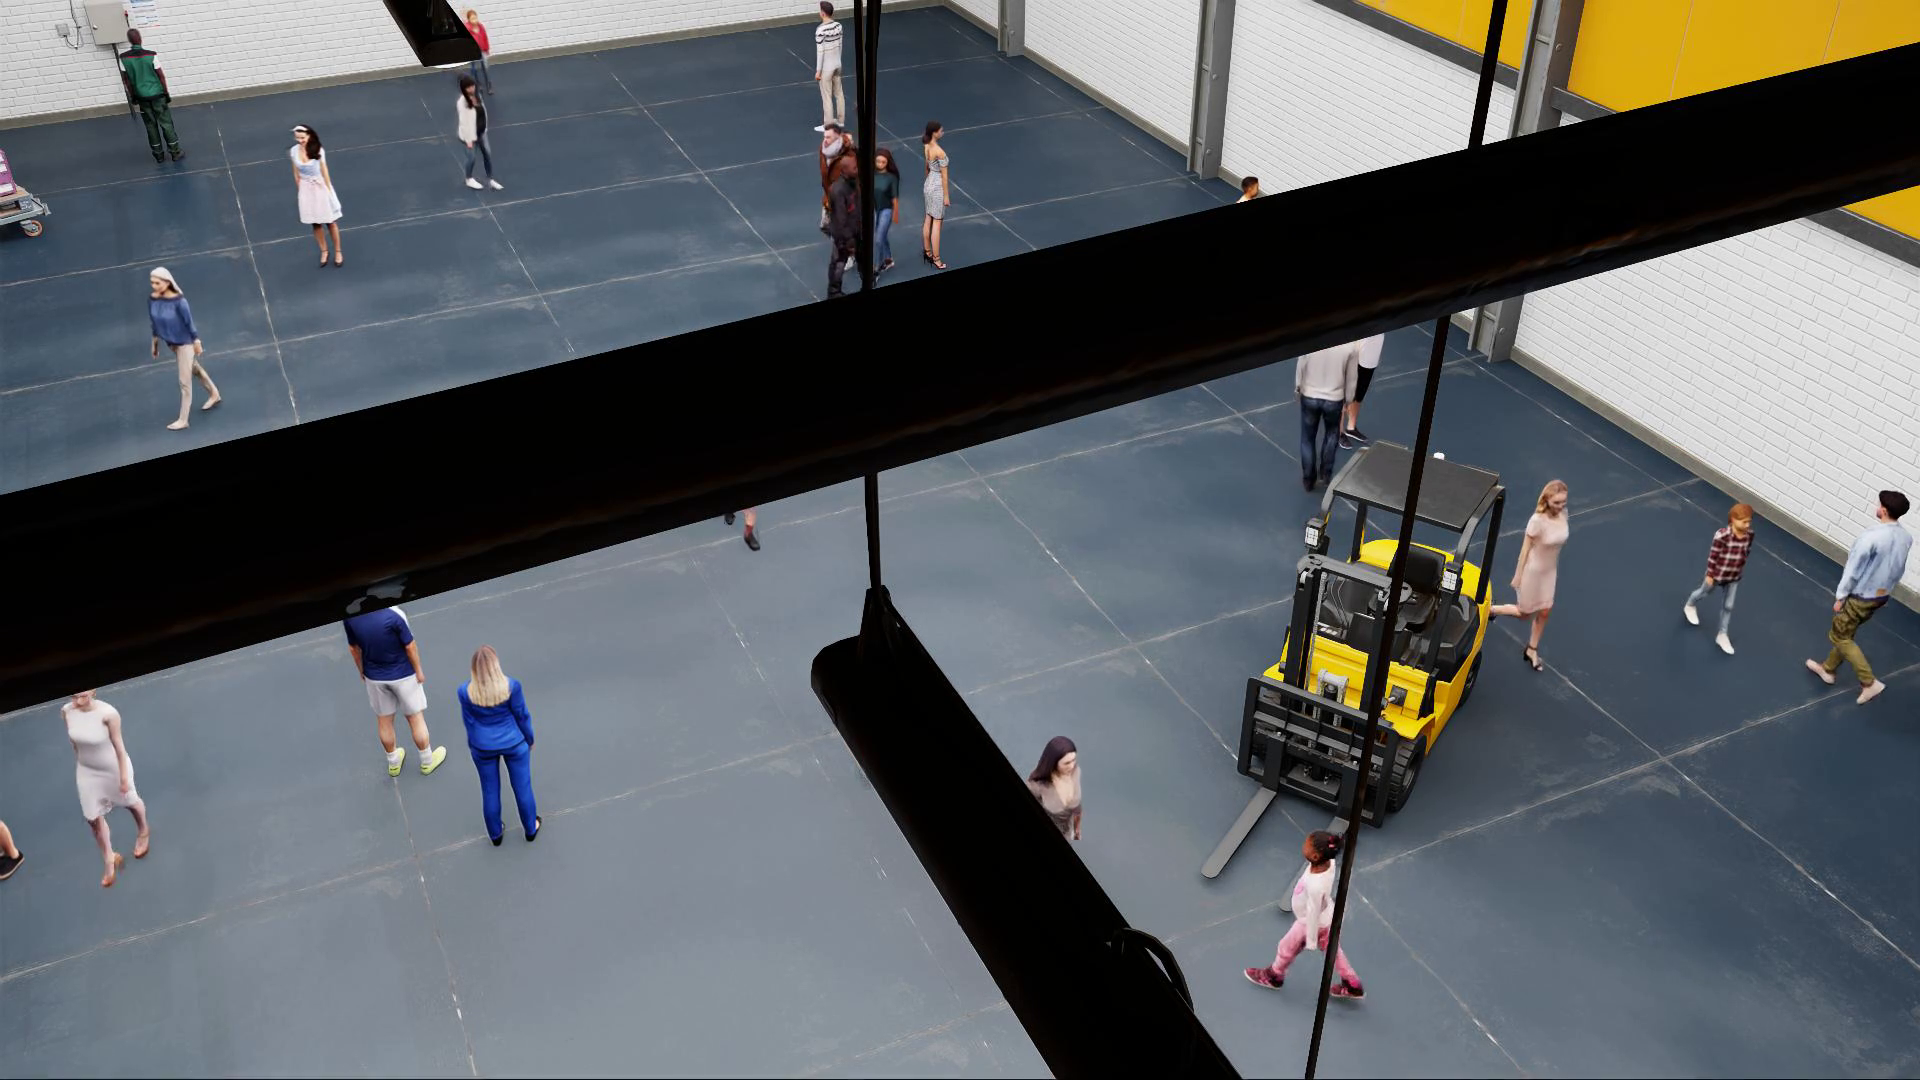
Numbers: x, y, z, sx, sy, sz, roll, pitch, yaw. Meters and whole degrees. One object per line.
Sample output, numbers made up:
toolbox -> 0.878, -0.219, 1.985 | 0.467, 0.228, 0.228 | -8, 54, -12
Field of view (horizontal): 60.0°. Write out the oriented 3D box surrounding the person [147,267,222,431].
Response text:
person -> -7.895, -2.024, 16.989 | 1.081, 1.657, 1.102 | 14, 36, 20

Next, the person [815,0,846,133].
person -> -1.884, -6.861, 24.082 | 0.755, 1.861, 0.766 | 22, 39, 29

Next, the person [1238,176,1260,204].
person -> 3.317, -3.555, 19.474 | 0.651, 1.456, 0.560 | 5, 34, 7

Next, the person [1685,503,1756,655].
person -> 6.367, 0.230, 13.942 | 0.741, 1.276, 0.951 | -2, 34, -3

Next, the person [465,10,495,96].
person -> -7.434, -7.520, 25.590 | 0.604, 1.289, 0.906 | -22, 39, -29

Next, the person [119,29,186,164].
person -> -11.220, -6.157, 23.042 | 0.741, 1.840, 0.689 | -6, 34, -10

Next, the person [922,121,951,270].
person -> -0.308, -4.169, 20.067 | 0.674, 1.822, 0.474 | -17, 37, -24

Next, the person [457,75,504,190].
person -> -6.529, -5.442, 22.182 | 0.965, 1.601, 0.869 | 15, 36, 21

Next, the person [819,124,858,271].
person -> -1.396, -4.162, 20.060 | 0.787, 1.819, 0.904 | 20, 38, 27

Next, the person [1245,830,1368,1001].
person -> 2.326, 2.405, 10.541 | 1.068, 1.419, 0.946 | 16, 37, 23

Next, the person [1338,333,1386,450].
person -> 3.977, -1.766, 16.485 | 0.657, 1.786, 0.592 | -23, 40, -30

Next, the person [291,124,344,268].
person -> -7.752, -4.144, 20.046 | 0.815, 1.805, 0.858 | 0, 34, 0

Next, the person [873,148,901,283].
person -> -0.896, -3.963, 19.965 | 0.932, 1.593, 0.940 | 20, 38, 27

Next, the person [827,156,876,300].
person -> -1.402, -3.575, 19.194 | 1.151, 1.799, 1.087 | 12, 35, 17

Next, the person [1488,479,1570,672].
person -> 4.595, 0.234, 13.455 | 0.634, 1.809, 0.918 | -19, 38, -26

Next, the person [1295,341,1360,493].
person -> 3.407, -1.288, 15.681 | 0.887, 1.879, 0.932 | 8, 34, 12

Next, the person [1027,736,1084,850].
person -> 0.552, 1.929, 10.975 | 0.671, 1.731, 0.748 | -20, 38, -27

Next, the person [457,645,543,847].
person -> -3.244, 1.449, 11.725 | 0.661, 1.699, 0.623 | -6, 34, -9

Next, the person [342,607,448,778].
person -> -4.220, 0.981, 12.311 | 0.717, 1.832, 0.704 | 1, 34, 1

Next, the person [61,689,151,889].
person -> -5.837, 1.543, 11.520 | 0.798, 1.771, 0.882 | 5, 34, 7

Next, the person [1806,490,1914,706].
person -> 7.187, 0.483, 13.100 | 0.743, 1.787, 1.012 | -13, 36, -18
